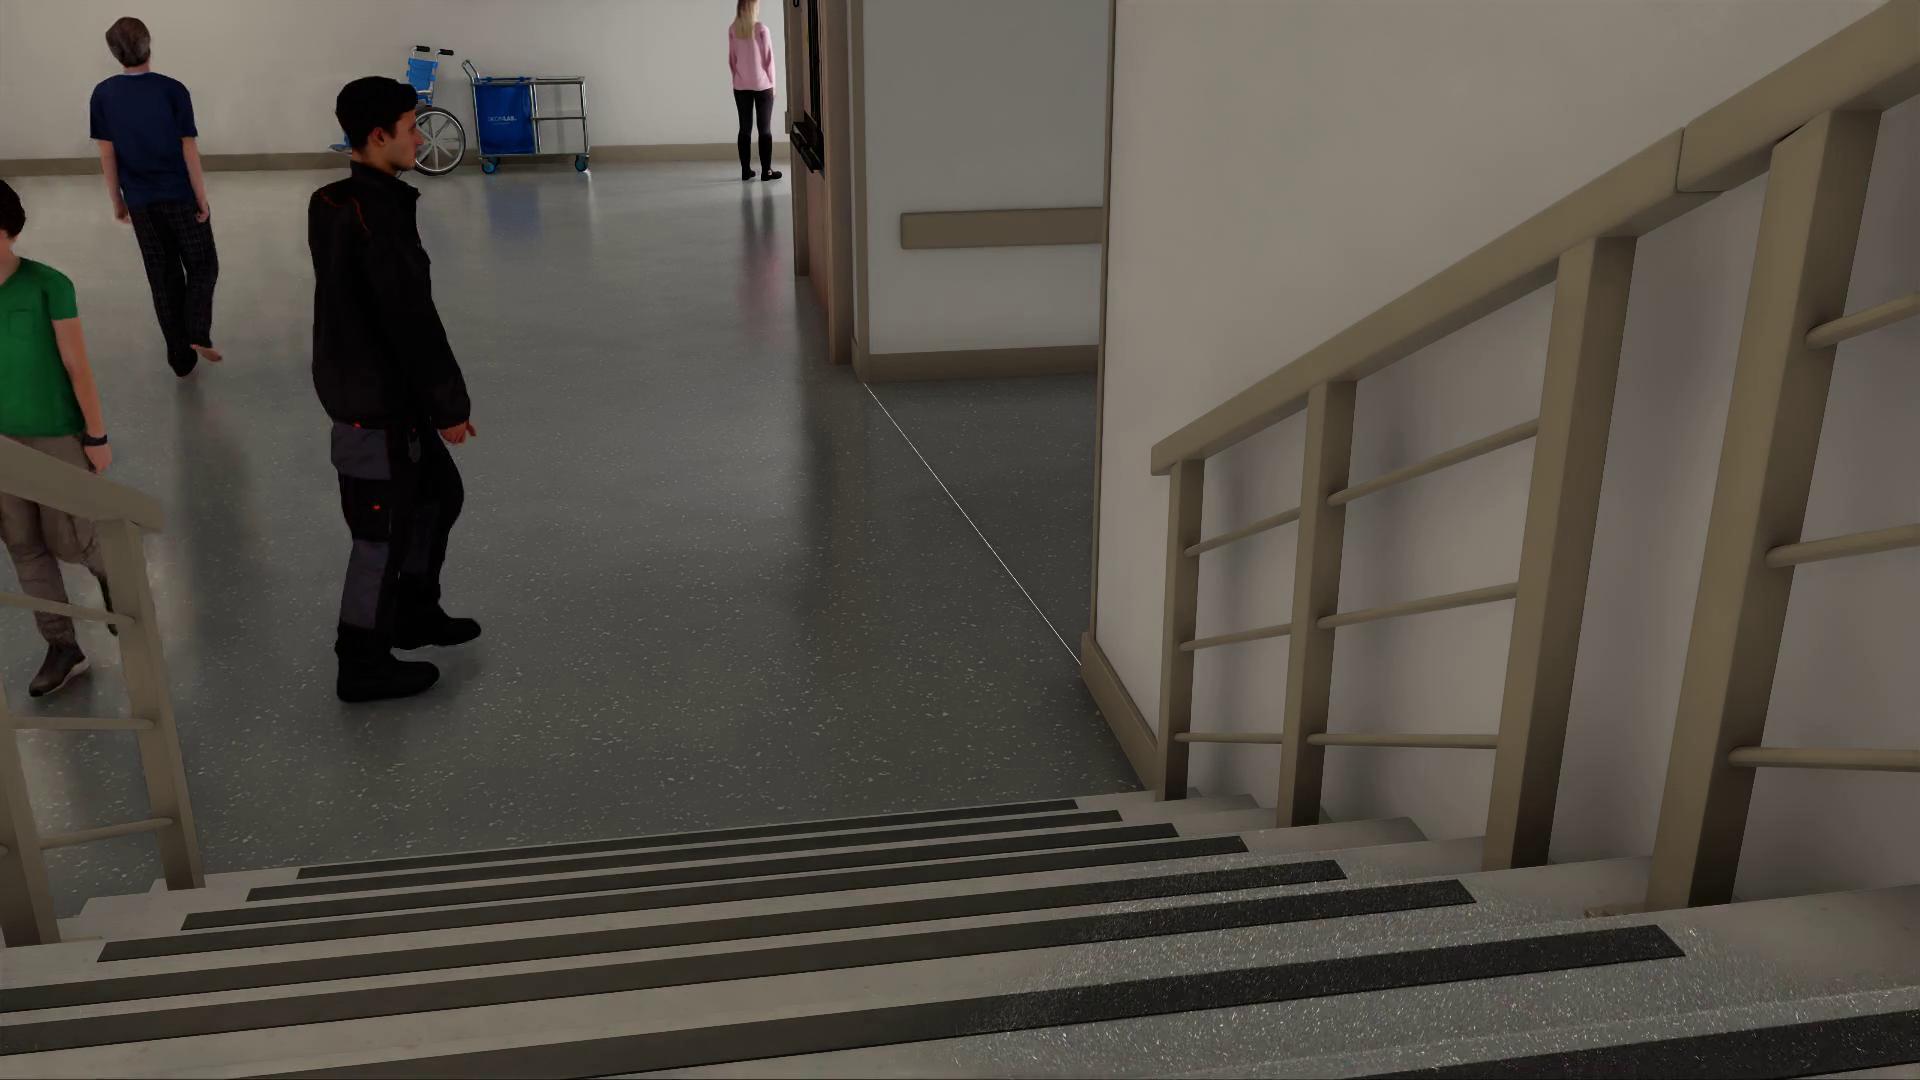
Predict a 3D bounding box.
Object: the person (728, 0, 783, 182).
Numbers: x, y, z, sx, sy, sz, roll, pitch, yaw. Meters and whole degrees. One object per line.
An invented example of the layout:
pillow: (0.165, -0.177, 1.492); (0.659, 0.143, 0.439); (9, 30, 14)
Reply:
person: (-1.922, -4.199, 15.414); (0.685, 1.686, 0.704); (8, 22, 20)

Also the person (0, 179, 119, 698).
person: (-2.898, -0.342, 5.298); (0.676, 1.638, 0.837); (1, 21, 2)

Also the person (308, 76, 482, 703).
person: (-1.882, -0.422, 5.108); (0.968, 1.923, 0.872); (-13, 24, -30)

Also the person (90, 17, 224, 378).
person: (-4.177, -1.745, 8.690); (0.682, 1.860, 0.702); (-5, 21, -12)
